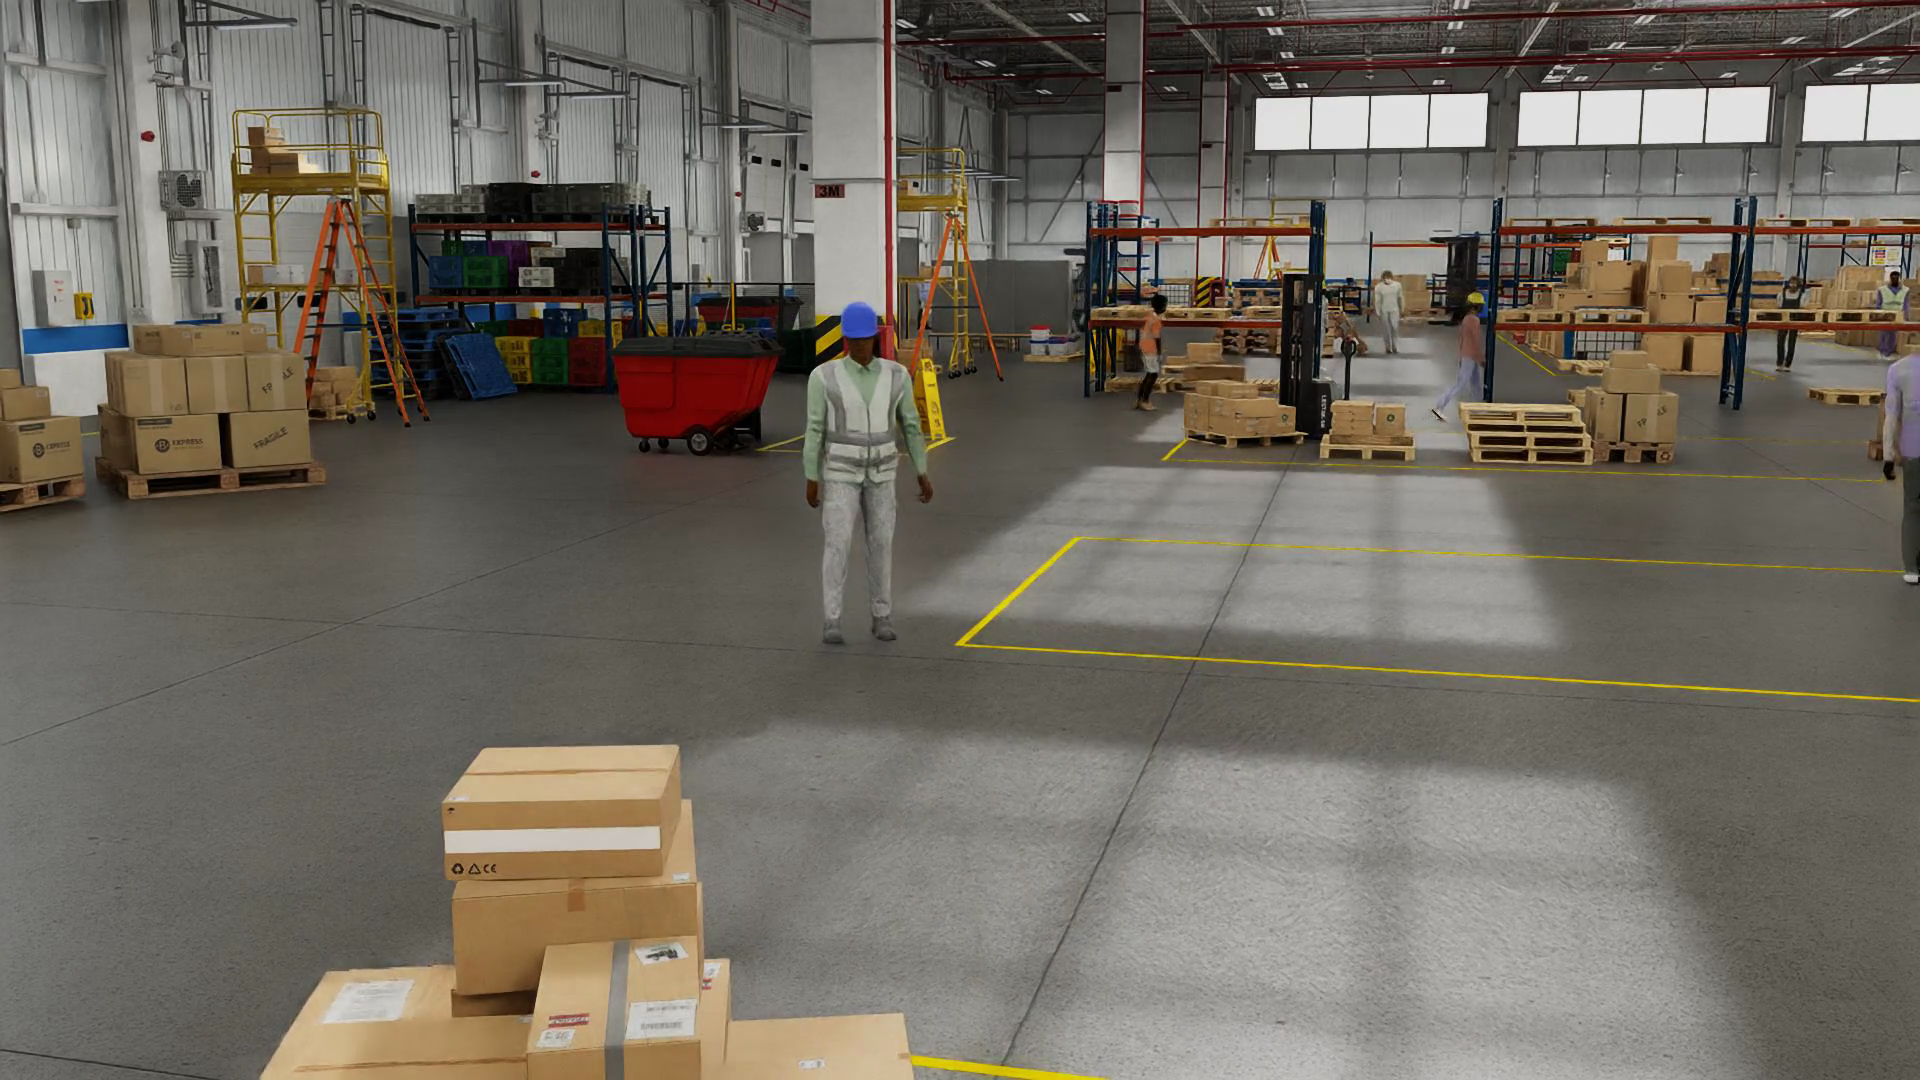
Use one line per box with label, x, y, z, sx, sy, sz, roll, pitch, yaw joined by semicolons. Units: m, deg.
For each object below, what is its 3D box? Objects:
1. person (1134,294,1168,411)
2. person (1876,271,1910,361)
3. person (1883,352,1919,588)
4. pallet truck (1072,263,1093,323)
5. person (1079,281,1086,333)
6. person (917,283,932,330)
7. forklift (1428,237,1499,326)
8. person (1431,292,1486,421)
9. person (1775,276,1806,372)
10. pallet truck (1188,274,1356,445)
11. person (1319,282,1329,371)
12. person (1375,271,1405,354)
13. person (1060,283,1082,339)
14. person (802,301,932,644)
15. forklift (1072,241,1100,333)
person;2.732;-2.649;23.569;0.402;1.659;0.577;-1;10;-5
person;19.587;-4.682;34.895;0.598;1.889;0.825;3;10;15
person;6.323;-0.604;10.829;0.589;1.902;0.732;7;12;36
pallet truck;4.325;-8.180;55.162;0.823;1.965;1.885;6;11;31
person;3.785;-6.915;48.224;1.014;1.836;0.588;-9;13;-43
person;-1.048;-7.319;50.312;0.390;1.927;0.545;9;13;41
forklift;15.950;-8.150;52.393;1.873;2.768;1.129;-2;10;-12
person;6.729;-2.441;22.156;0.859;1.730;0.529;1;10;5
person;15.679;-4.064;31.442;0.522;1.811;0.860;6;11;30
pallet truck;3.653;-2.138;19.590;1.885;1.965;0.823;-4;10;-20
person;6.890;-4.113;31.981;0.483;1.738;0.320;-5;11;-26
person;9.707;-5.126;37.559;0.695;1.868;0.967;2;10;12
person;2.804;-6.157;43.587;0.964;1.893;0.624;-3;10;-19
person;-0.532;-0.370;9.364;0.690;1.935;0.429;-3;10;-20
forklift;4.057;-7.290;47.330;1.873;2.768;1.129;2;10;14
